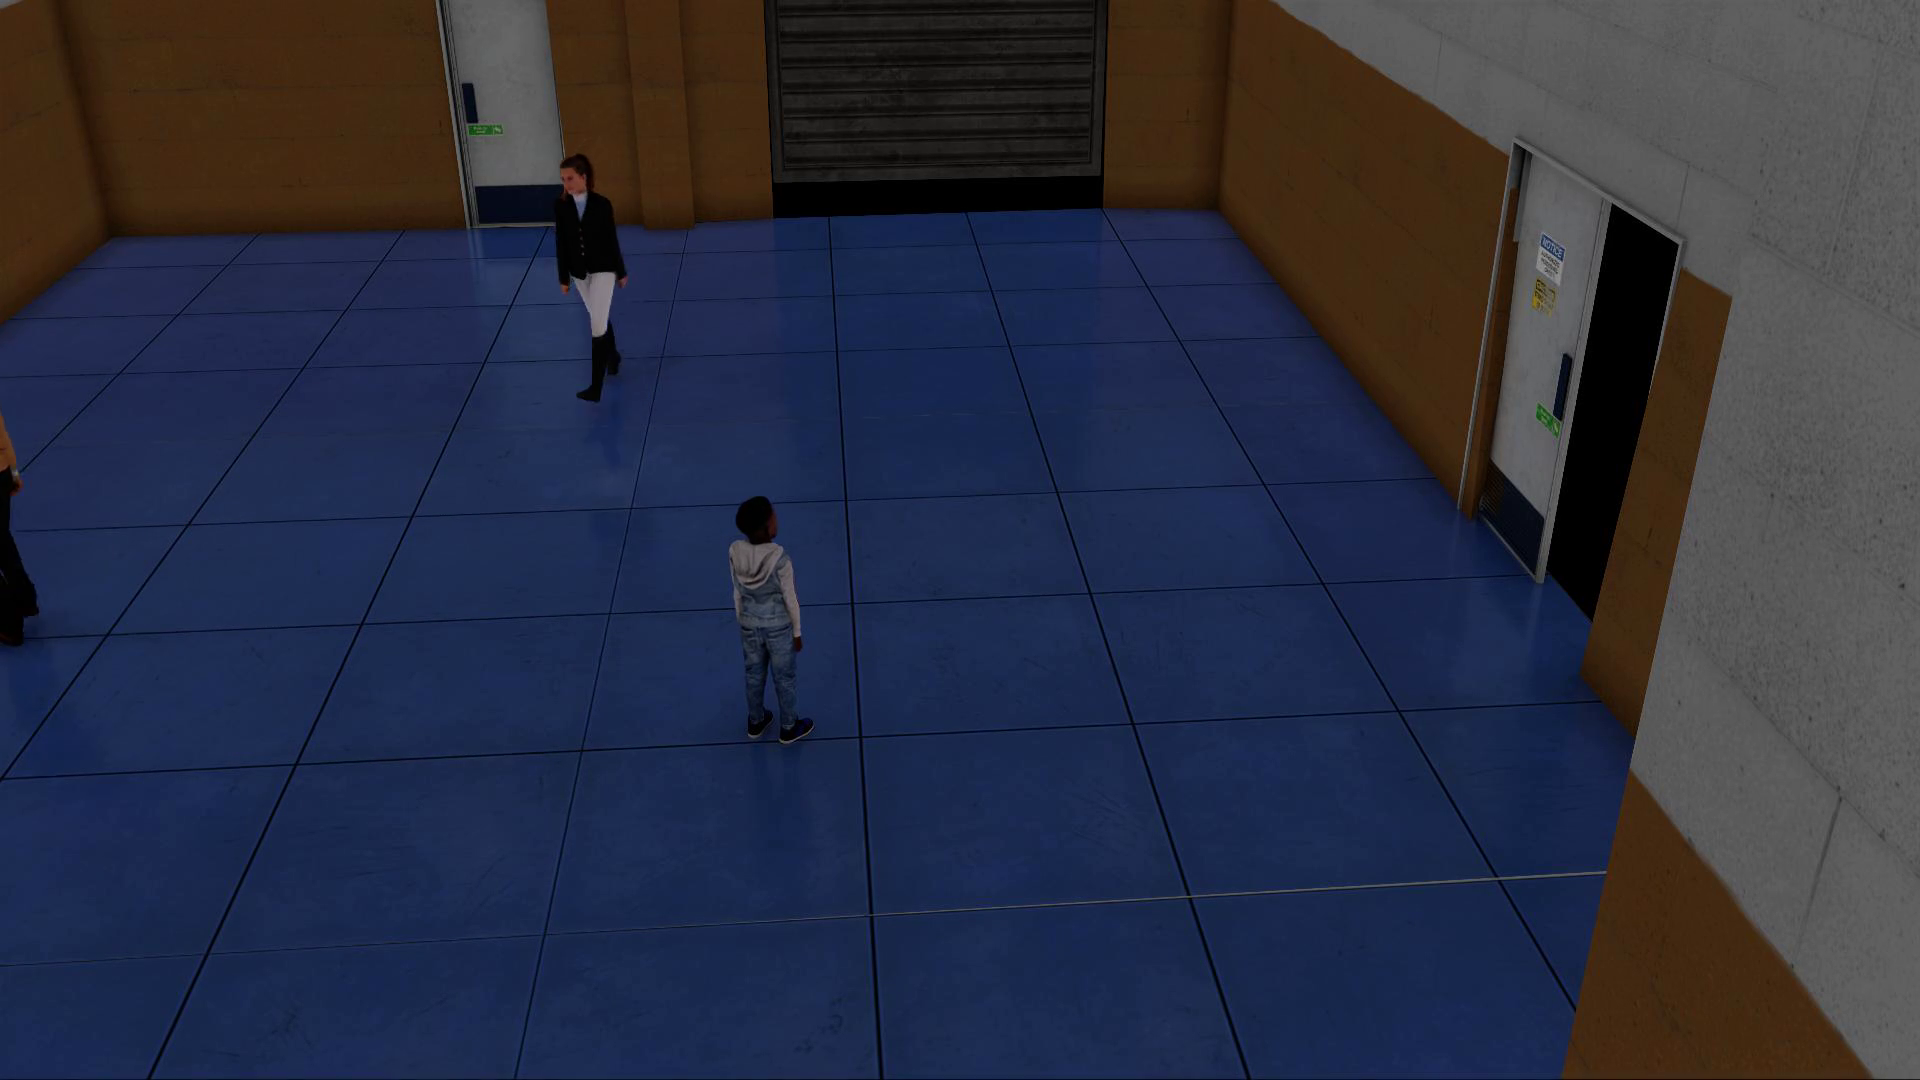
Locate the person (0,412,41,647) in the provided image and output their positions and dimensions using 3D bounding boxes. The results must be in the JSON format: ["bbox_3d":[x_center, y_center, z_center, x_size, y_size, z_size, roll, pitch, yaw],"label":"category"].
[{"bbox_3d":[-4.993,-0.251,8.487,0.793,1.741,0.777,13,30,24],"label":"person"}]

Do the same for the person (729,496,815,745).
[{"bbox_3d":[-0.907,0.377,7.786,0.537,1.261,0.617,11,29,20],"label":"person"}]

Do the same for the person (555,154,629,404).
[{"bbox_3d":[-2.548,-1.855,11.713,1.180,1.674,0.831,1,27,2],"label":"person"}]
